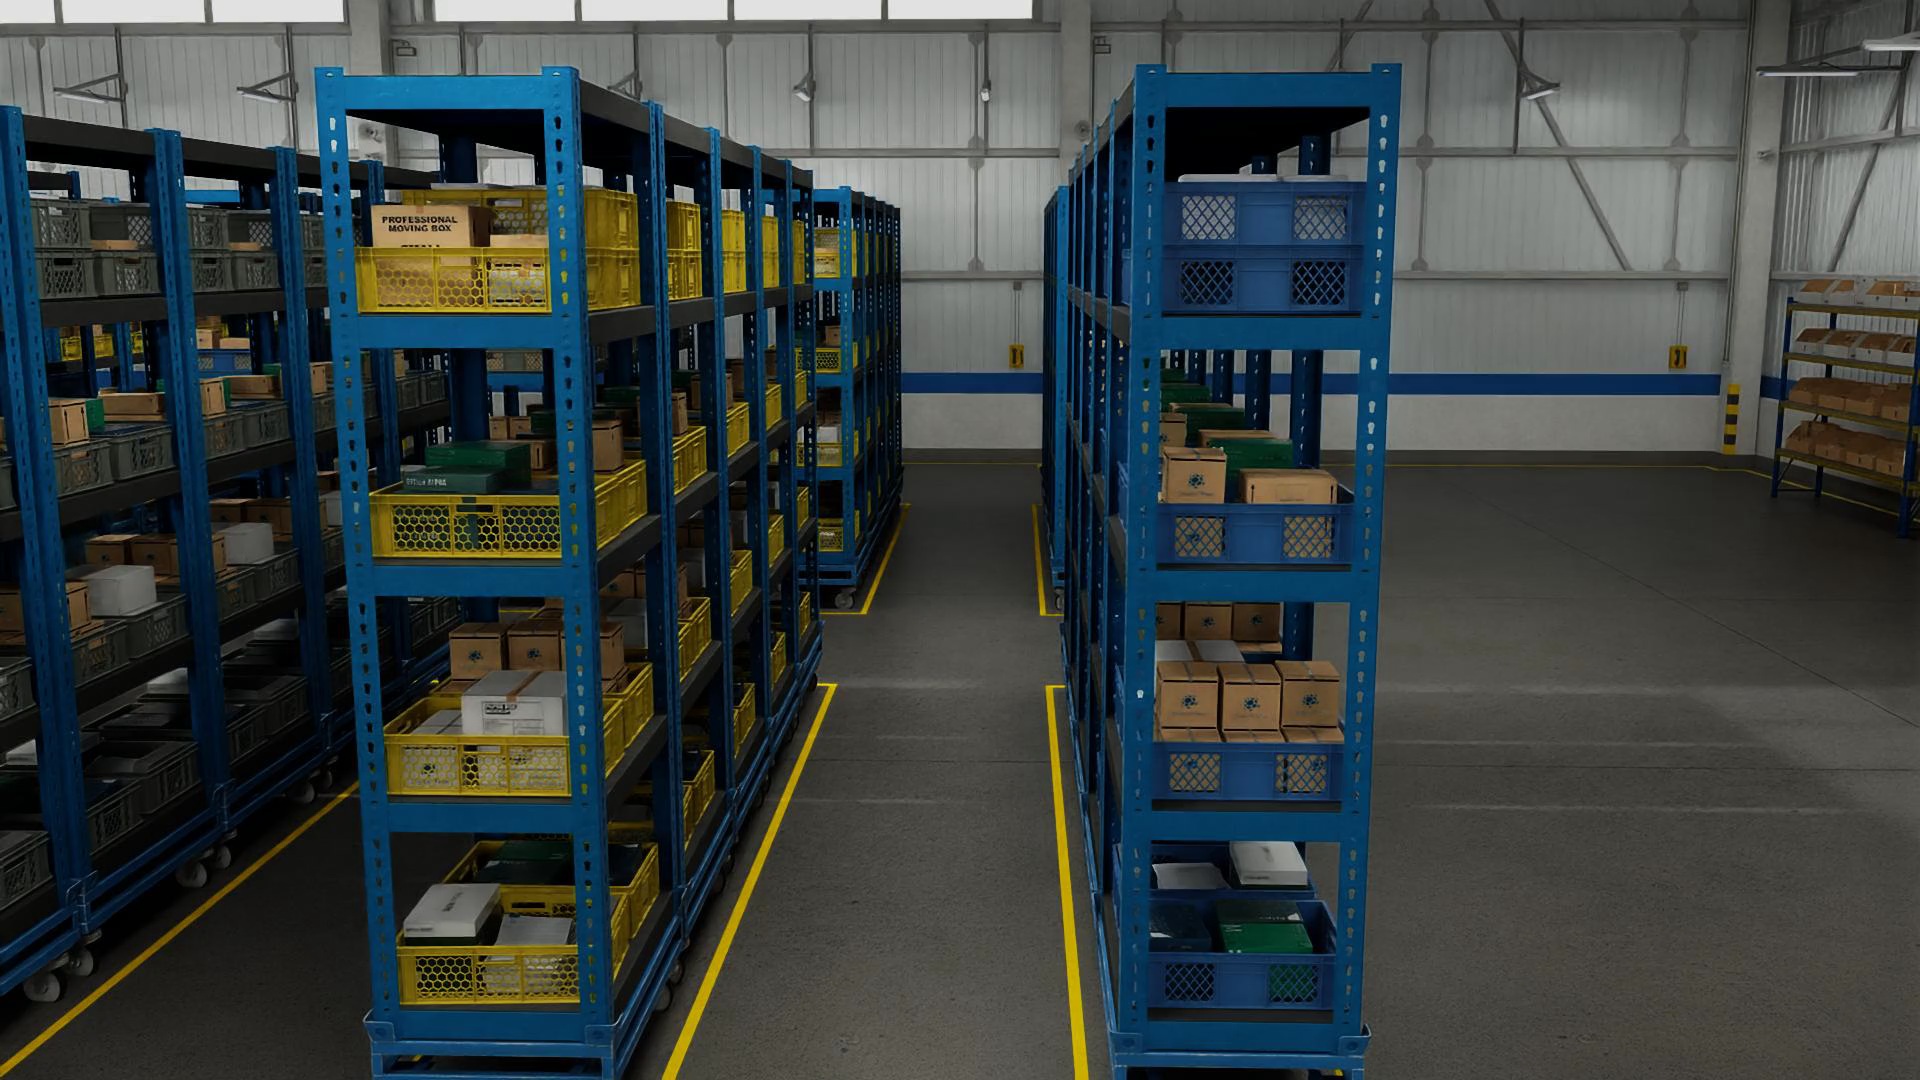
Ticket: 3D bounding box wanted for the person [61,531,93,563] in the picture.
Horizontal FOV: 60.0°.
[{"bbox_3d":[-7.489,-0.255,14.050,0.862,1.816,0.580,3,10,18],"label":"person"}]
